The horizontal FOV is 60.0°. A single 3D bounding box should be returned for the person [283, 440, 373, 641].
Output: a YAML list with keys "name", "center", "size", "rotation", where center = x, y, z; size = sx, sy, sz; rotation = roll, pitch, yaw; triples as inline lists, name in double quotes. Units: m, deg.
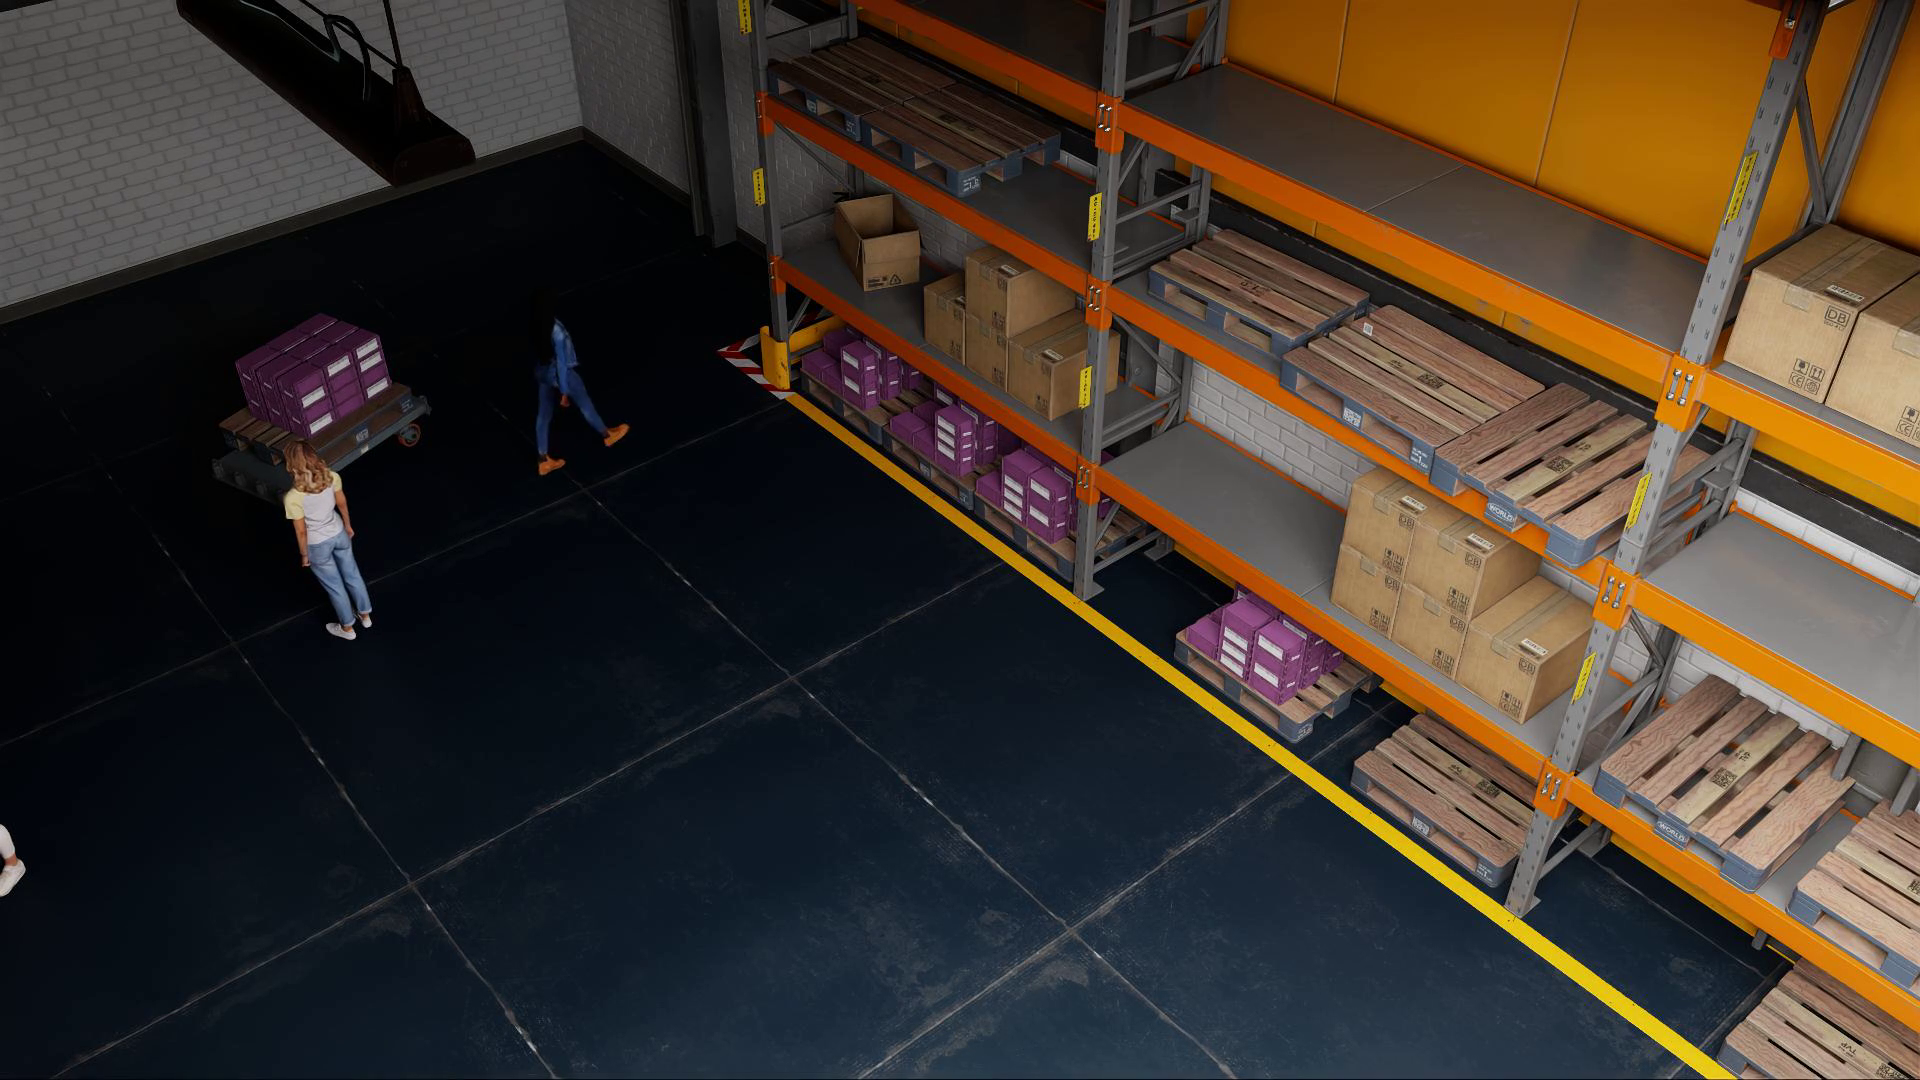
- name: "person"
  center: [-4.607, 0.002, 12.090]
  size: [0.649, 1.723, 0.691]
  rotation: [22, 43, 25]

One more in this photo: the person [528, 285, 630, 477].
- name: "person"
  center: [-3.415, -1.273, 13.724]
  size: [1.084, 1.676, 0.805]
  rotation: [29, 47, 31]
